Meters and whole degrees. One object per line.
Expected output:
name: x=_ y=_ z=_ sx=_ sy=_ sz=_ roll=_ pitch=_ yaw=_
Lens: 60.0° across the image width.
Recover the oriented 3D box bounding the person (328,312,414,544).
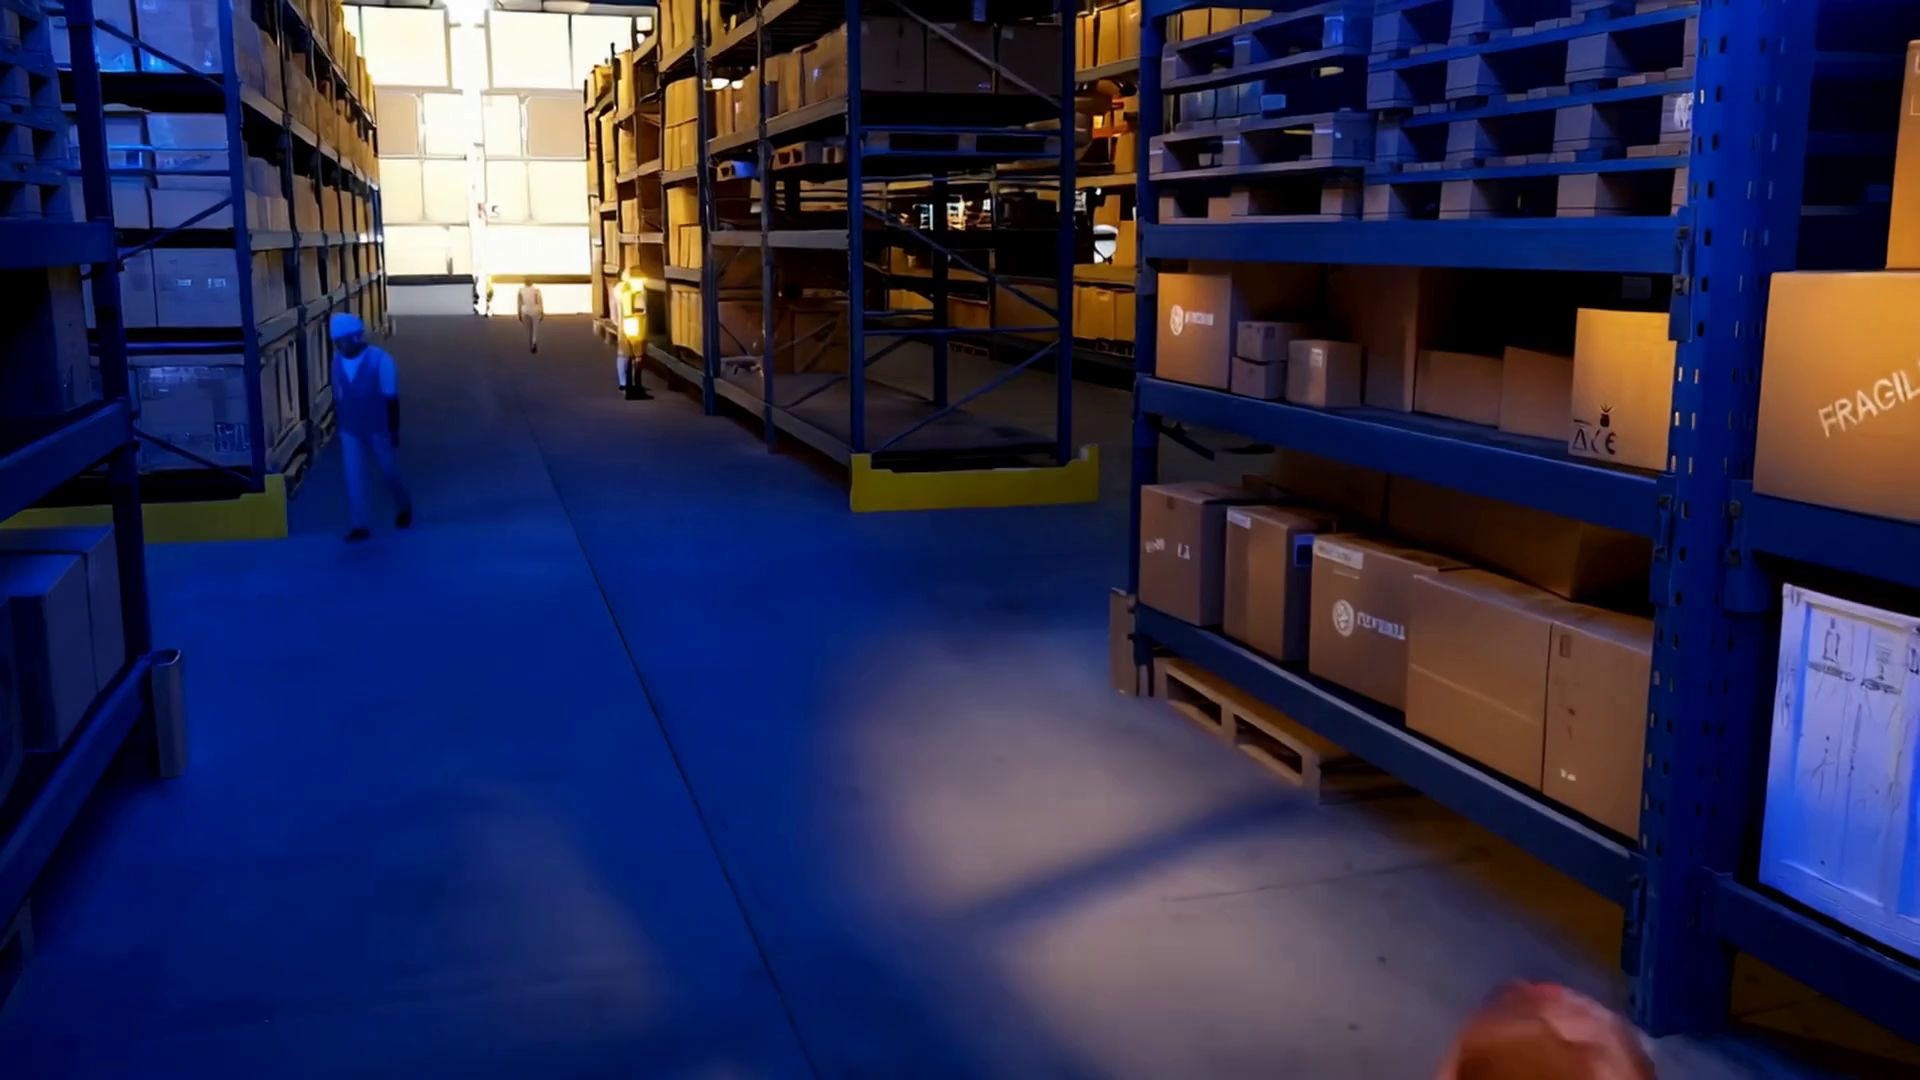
person: x=-4.606 y=-0.899 z=13.034 sx=0.621 sy=1.777 sz=0.860 roll=2 pitch=11 yaw=10

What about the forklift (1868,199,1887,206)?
forklift: x=11.338 y=-2.915 z=21.052 sx=1.129 sy=2.768 sz=1.873 roll=-3 pitch=11 yaw=-17

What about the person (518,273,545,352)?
person: x=-8.717 y=-4.613 z=33.784 sx=0.531 sy=1.621 sz=0.473 roll=-1 pitch=10 yaw=-8

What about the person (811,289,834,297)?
person: x=-3.577 y=-6.586 z=43.828 sx=0.890 sy=1.905 sz=0.594 roll=-6 pitch=12 yaw=-31

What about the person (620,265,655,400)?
person: x=-4.670 y=-2.981 z=24.000 sx=0.359 sy=1.938 sz=0.545 roll=-9 pitch=13 yaw=-39

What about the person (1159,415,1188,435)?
person: x=2.509 y=-2.186 z=19.744 sx=0.636 sy=1.903 sz=0.405 roll=-2 pitch=10 yaw=-9

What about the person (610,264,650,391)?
person: x=-5.018 y=-3.216 z=25.285 sx=0.630 sy=1.940 sz=0.372 roll=6 pitch=12 yaw=30

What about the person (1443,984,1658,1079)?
person: x=0.597 y=1.238 z=1.842 sx=0.510 sy=1.591 sz=0.860 roll=-2 pitch=10 yaw=-9

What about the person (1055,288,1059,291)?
person: x=2.279 y=-5.583 z=38.282 sx=0.573 sy=1.921 sz=0.512 roll=-3 pitch=11 yaw=-14
